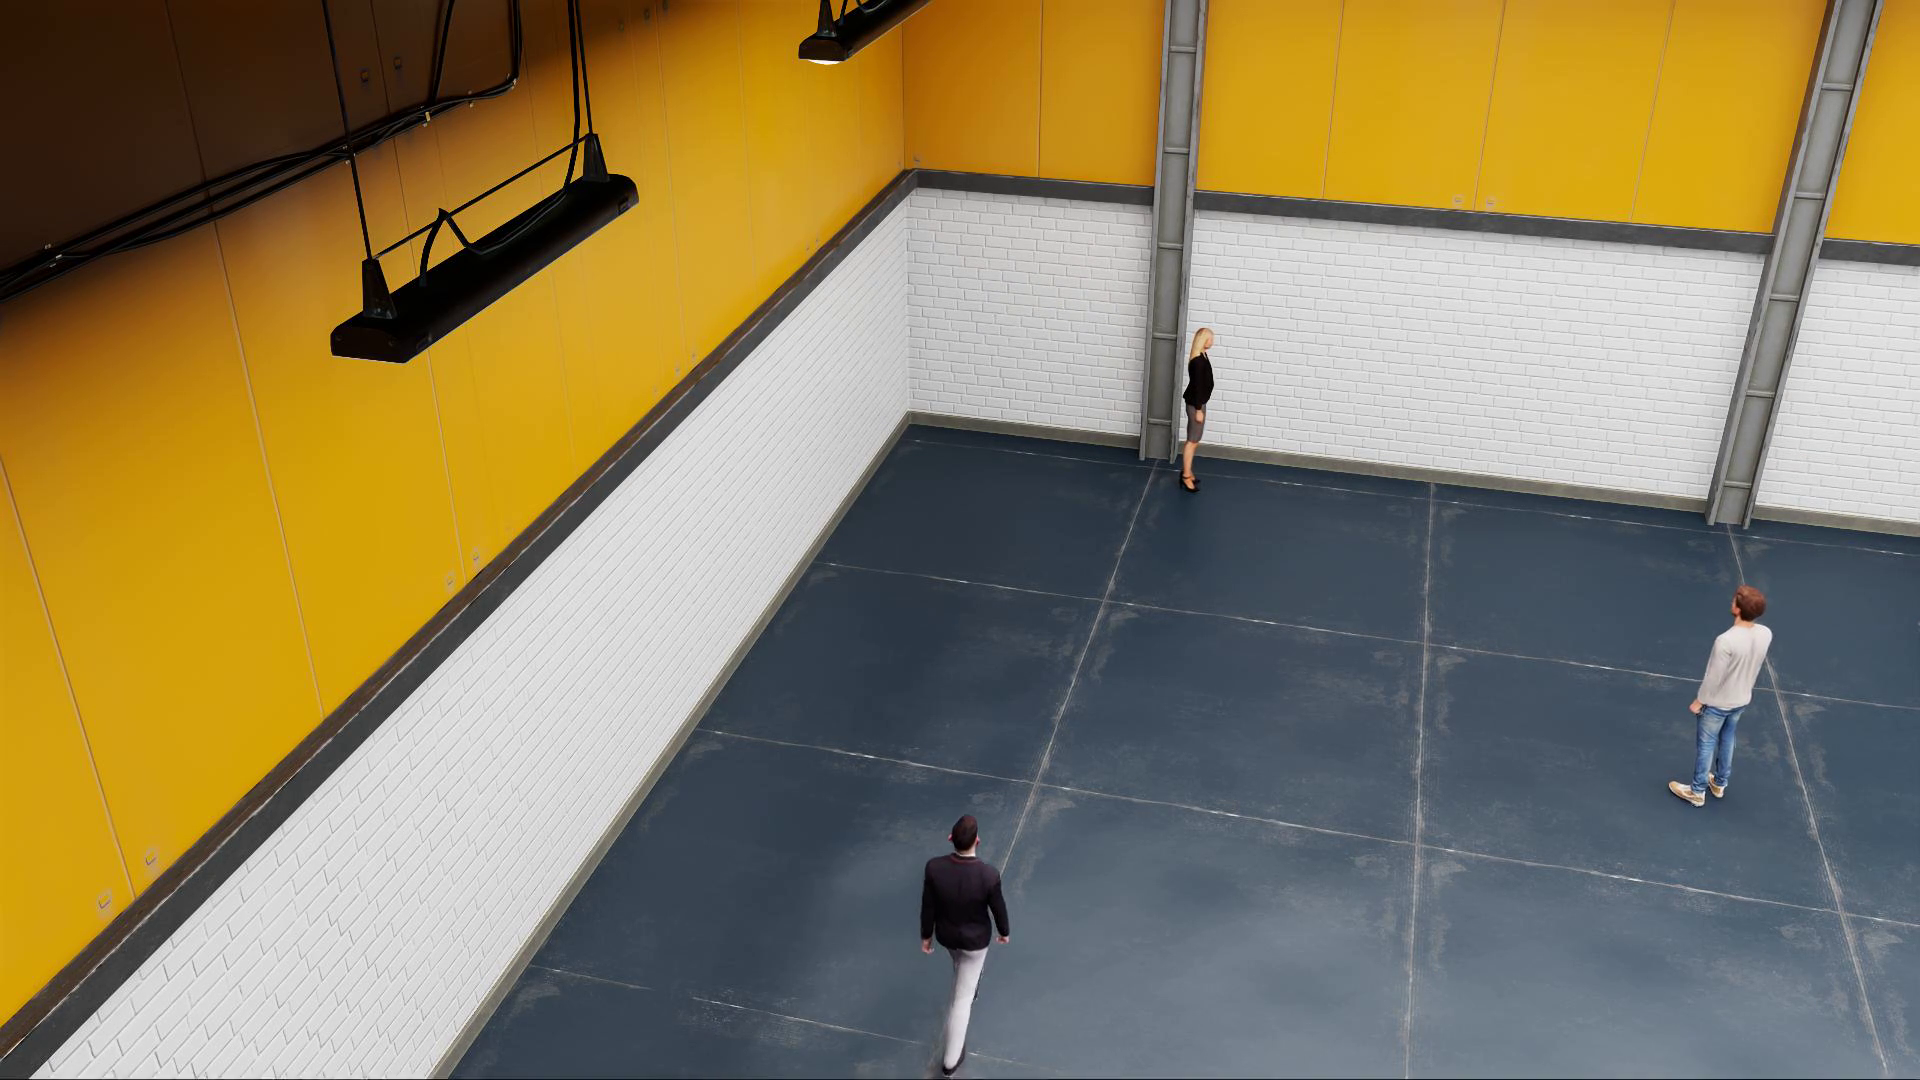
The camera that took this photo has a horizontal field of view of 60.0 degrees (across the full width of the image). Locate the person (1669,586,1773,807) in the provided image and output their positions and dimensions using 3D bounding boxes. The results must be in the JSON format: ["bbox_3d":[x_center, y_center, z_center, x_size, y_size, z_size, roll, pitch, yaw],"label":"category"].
[{"bbox_3d":[5.924,1.211,12.855,0.737,1.904,0.829,-10,30,-18],"label":"person"}]

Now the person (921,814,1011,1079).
[{"bbox_3d":[0.000,2.584,10.456,1.107,1.793,0.776,8,30,15],"label":"person"}]

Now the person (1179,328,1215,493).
[{"bbox_3d":[2.504,-1.390,17.689,0.556,1.842,0.612,5,29,9],"label":"person"}]
